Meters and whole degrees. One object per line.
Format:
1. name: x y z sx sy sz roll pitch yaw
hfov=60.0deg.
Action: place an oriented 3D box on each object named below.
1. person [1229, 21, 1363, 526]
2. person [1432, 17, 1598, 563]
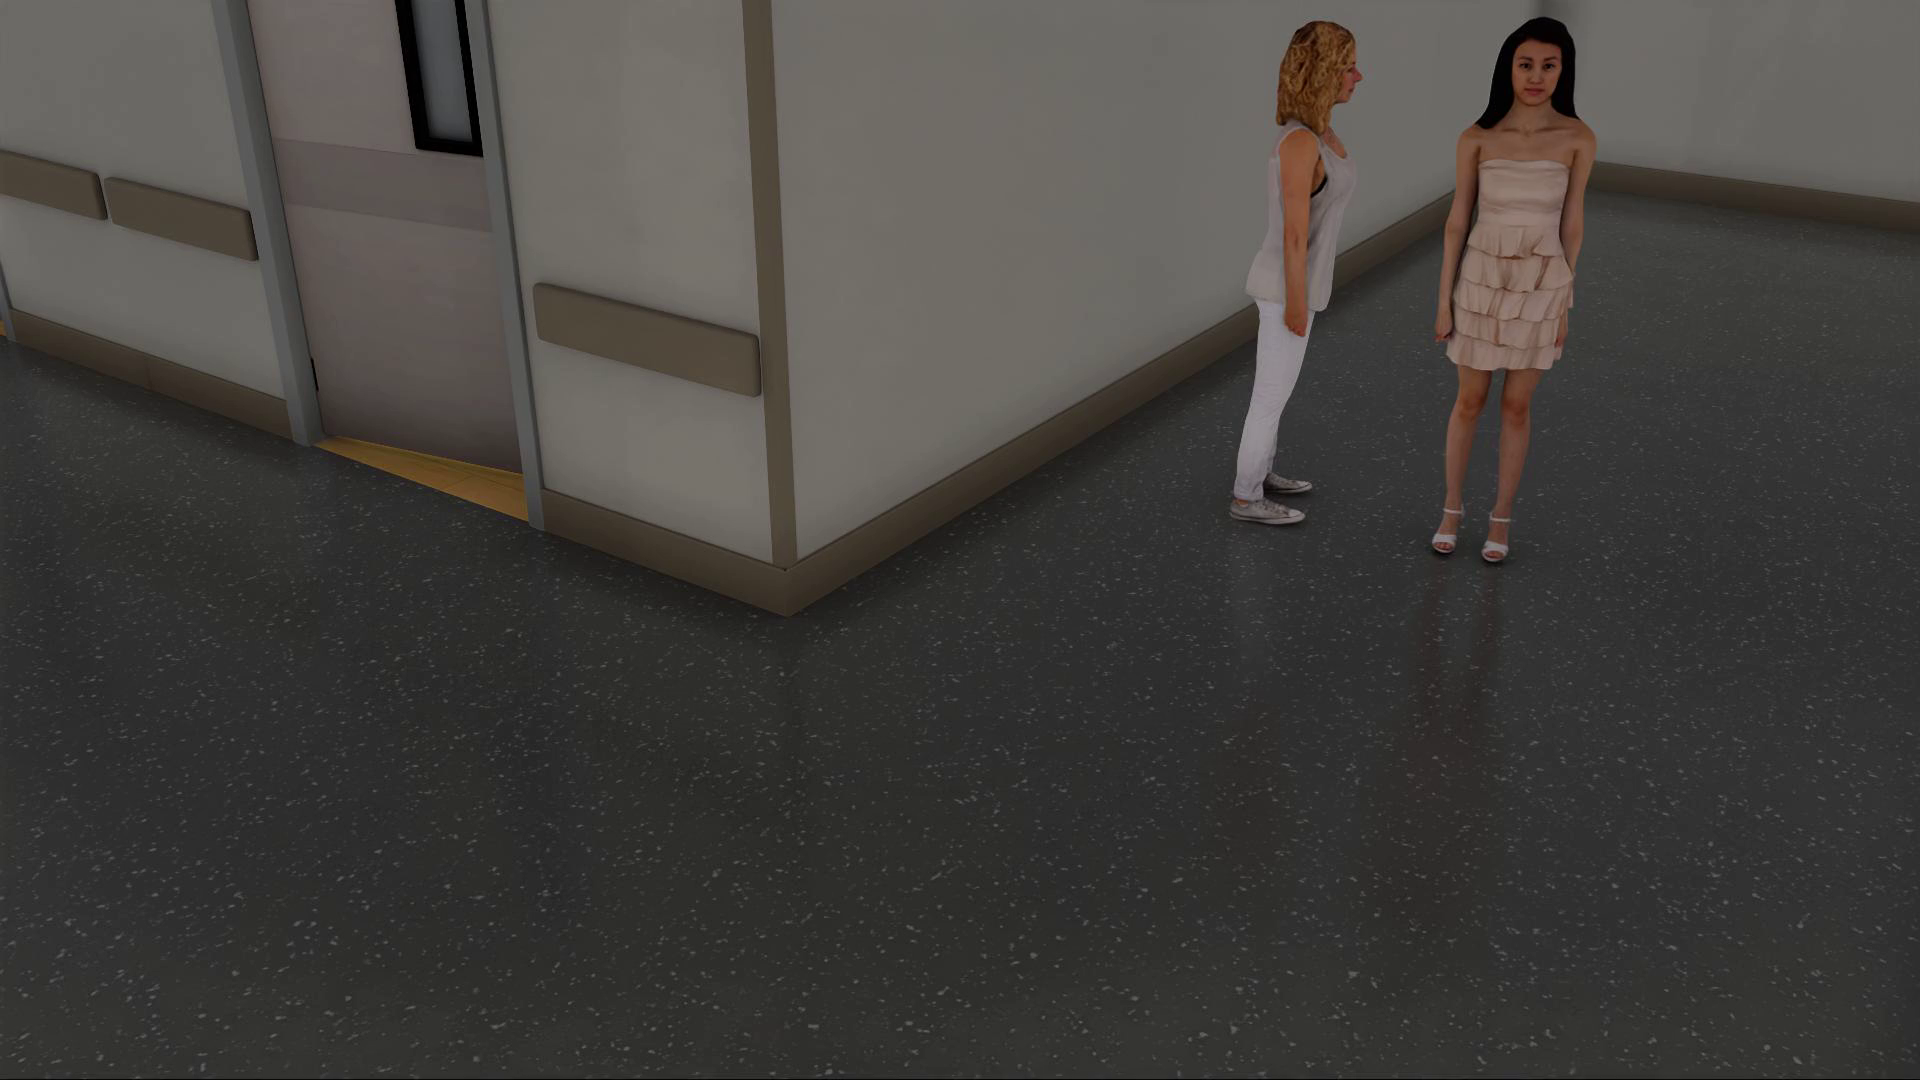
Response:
1. person: 1.096 -0.875 5.560 0.713 1.668 0.594 7 27 14
2. person: 1.721 -0.745 5.215 0.622 1.734 0.615 7 27 15
